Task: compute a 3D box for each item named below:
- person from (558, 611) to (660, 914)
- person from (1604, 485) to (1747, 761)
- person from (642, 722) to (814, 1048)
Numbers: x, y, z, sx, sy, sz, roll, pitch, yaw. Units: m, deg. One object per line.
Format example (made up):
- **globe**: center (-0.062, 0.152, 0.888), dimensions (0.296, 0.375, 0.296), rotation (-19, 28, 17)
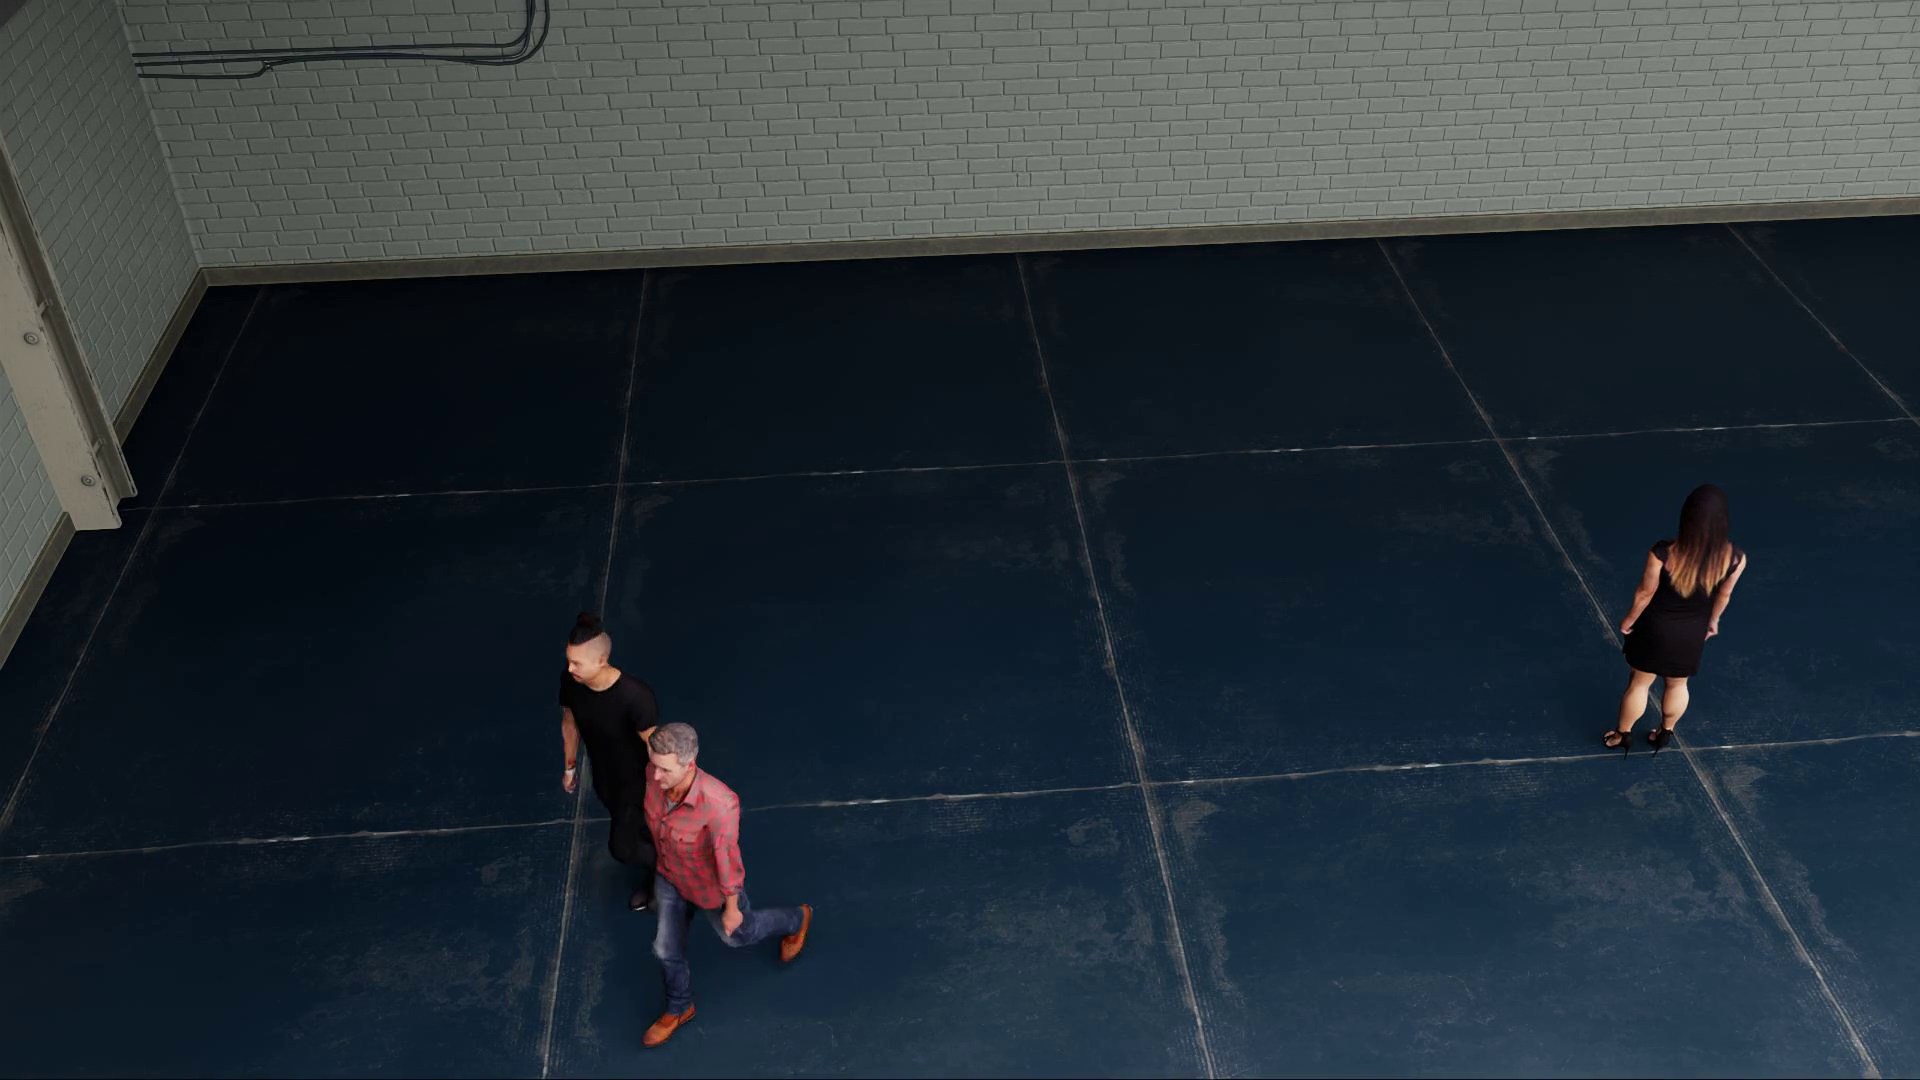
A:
- **person**: center (-1.529, 1.007, 7.792), dimensions (0.804, 1.851, 0.850), rotation (21, 43, 25)
- **person**: center (3.683, 0.464, 8.600), dimensions (0.681, 1.710, 0.636), rotation (2, 38, 2)
- **person**: center (-1.059, 1.425, 7.305), dimensions (1.185, 1.793, 1.257), rotation (26, 45, 29)
